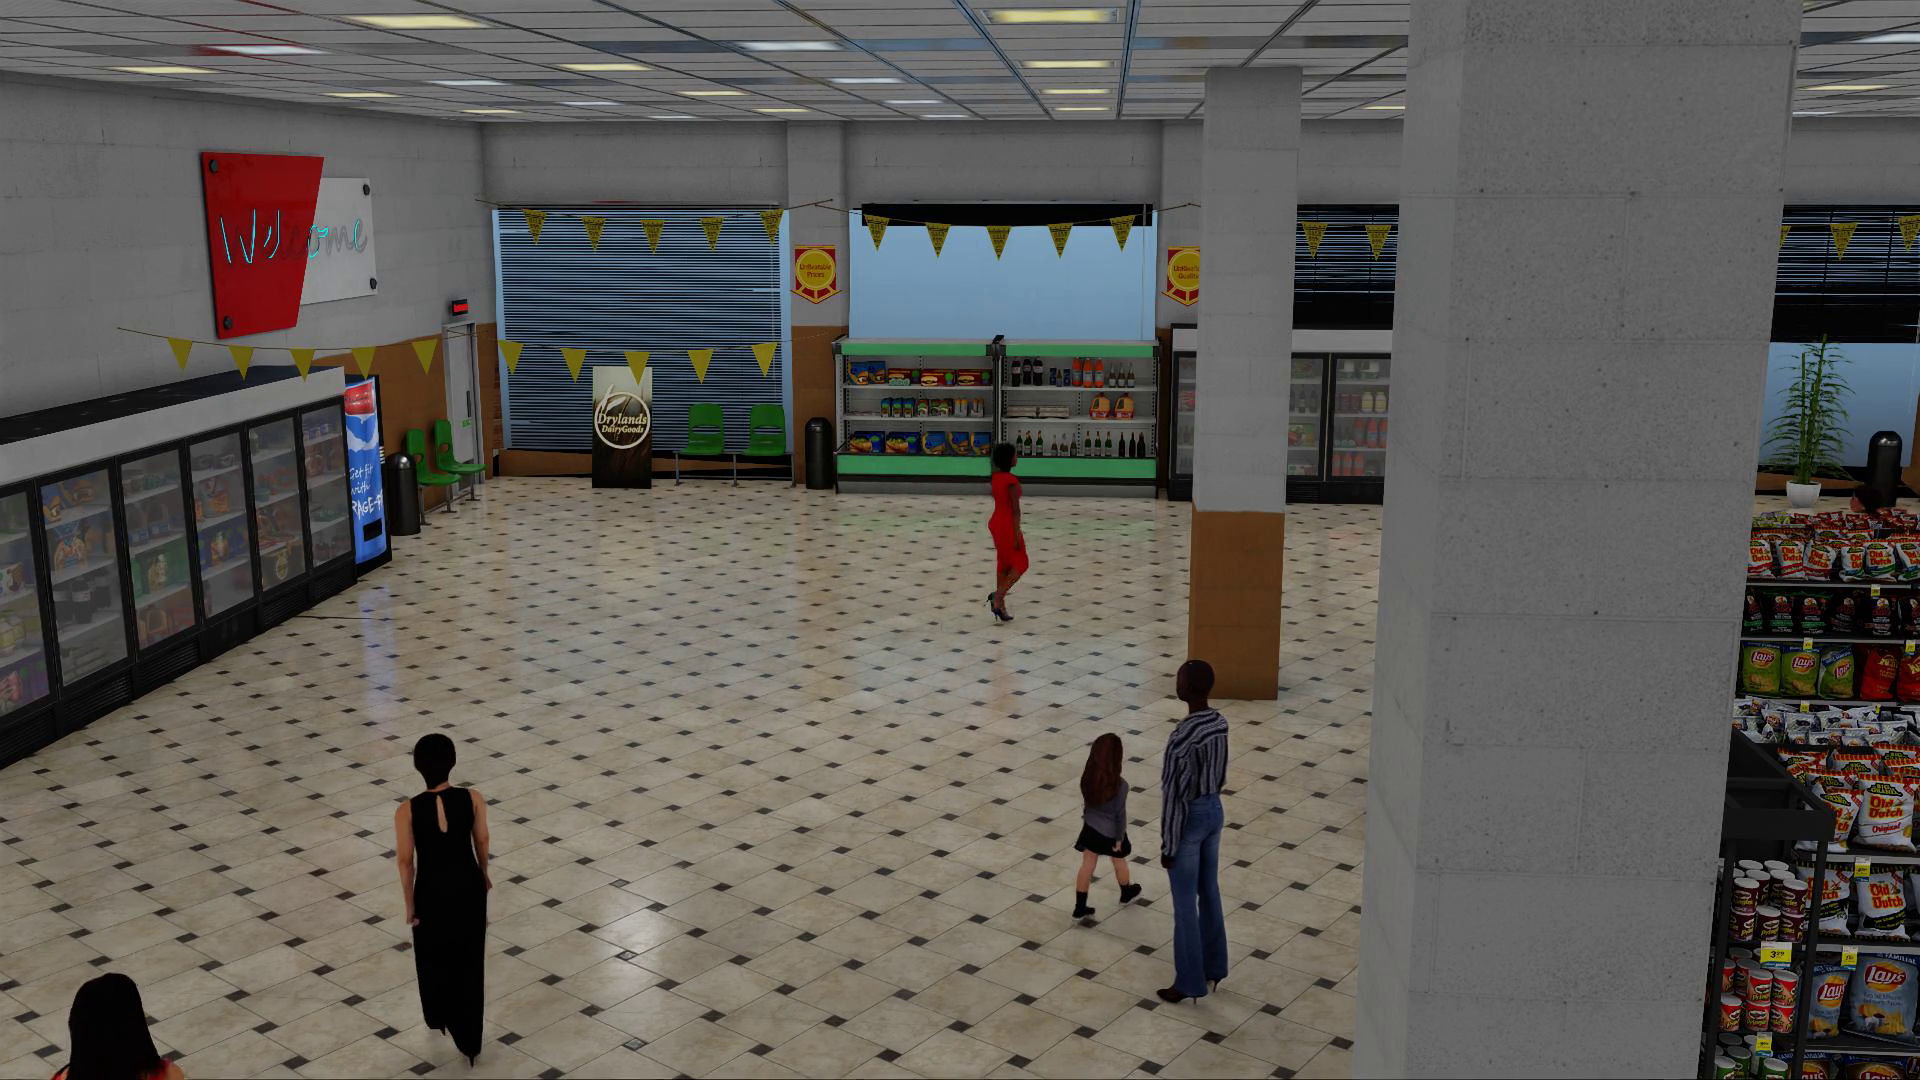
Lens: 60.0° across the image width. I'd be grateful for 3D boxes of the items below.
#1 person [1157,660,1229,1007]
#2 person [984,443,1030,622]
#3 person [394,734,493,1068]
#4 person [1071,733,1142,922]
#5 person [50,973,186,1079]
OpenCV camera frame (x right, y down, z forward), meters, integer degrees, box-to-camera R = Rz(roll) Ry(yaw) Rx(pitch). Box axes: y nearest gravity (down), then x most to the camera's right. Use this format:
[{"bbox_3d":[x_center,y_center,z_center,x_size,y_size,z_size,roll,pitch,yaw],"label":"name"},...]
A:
[{"bbox_3d":[1.193,1.478,8.415,0.701,1.792,0.696,8,14,34],"label":"person"},{"bbox_3d":[0.372,-0.044,15.797,0.815,1.729,0.753,-7,14,-30],"label":"person"},{"bbox_3d":[-2.385,1.717,7.794,0.833,1.580,0.846,-5,13,-21],"label":"person"},{"bbox_3d":[0.773,1.634,9.400,0.784,1.080,0.769,9,15,36],"label":"person"},{"bbox_3d":[-2.617,2.198,5.220,1.004,1.700,0.862,-3,12,-14],"label":"person"}]
